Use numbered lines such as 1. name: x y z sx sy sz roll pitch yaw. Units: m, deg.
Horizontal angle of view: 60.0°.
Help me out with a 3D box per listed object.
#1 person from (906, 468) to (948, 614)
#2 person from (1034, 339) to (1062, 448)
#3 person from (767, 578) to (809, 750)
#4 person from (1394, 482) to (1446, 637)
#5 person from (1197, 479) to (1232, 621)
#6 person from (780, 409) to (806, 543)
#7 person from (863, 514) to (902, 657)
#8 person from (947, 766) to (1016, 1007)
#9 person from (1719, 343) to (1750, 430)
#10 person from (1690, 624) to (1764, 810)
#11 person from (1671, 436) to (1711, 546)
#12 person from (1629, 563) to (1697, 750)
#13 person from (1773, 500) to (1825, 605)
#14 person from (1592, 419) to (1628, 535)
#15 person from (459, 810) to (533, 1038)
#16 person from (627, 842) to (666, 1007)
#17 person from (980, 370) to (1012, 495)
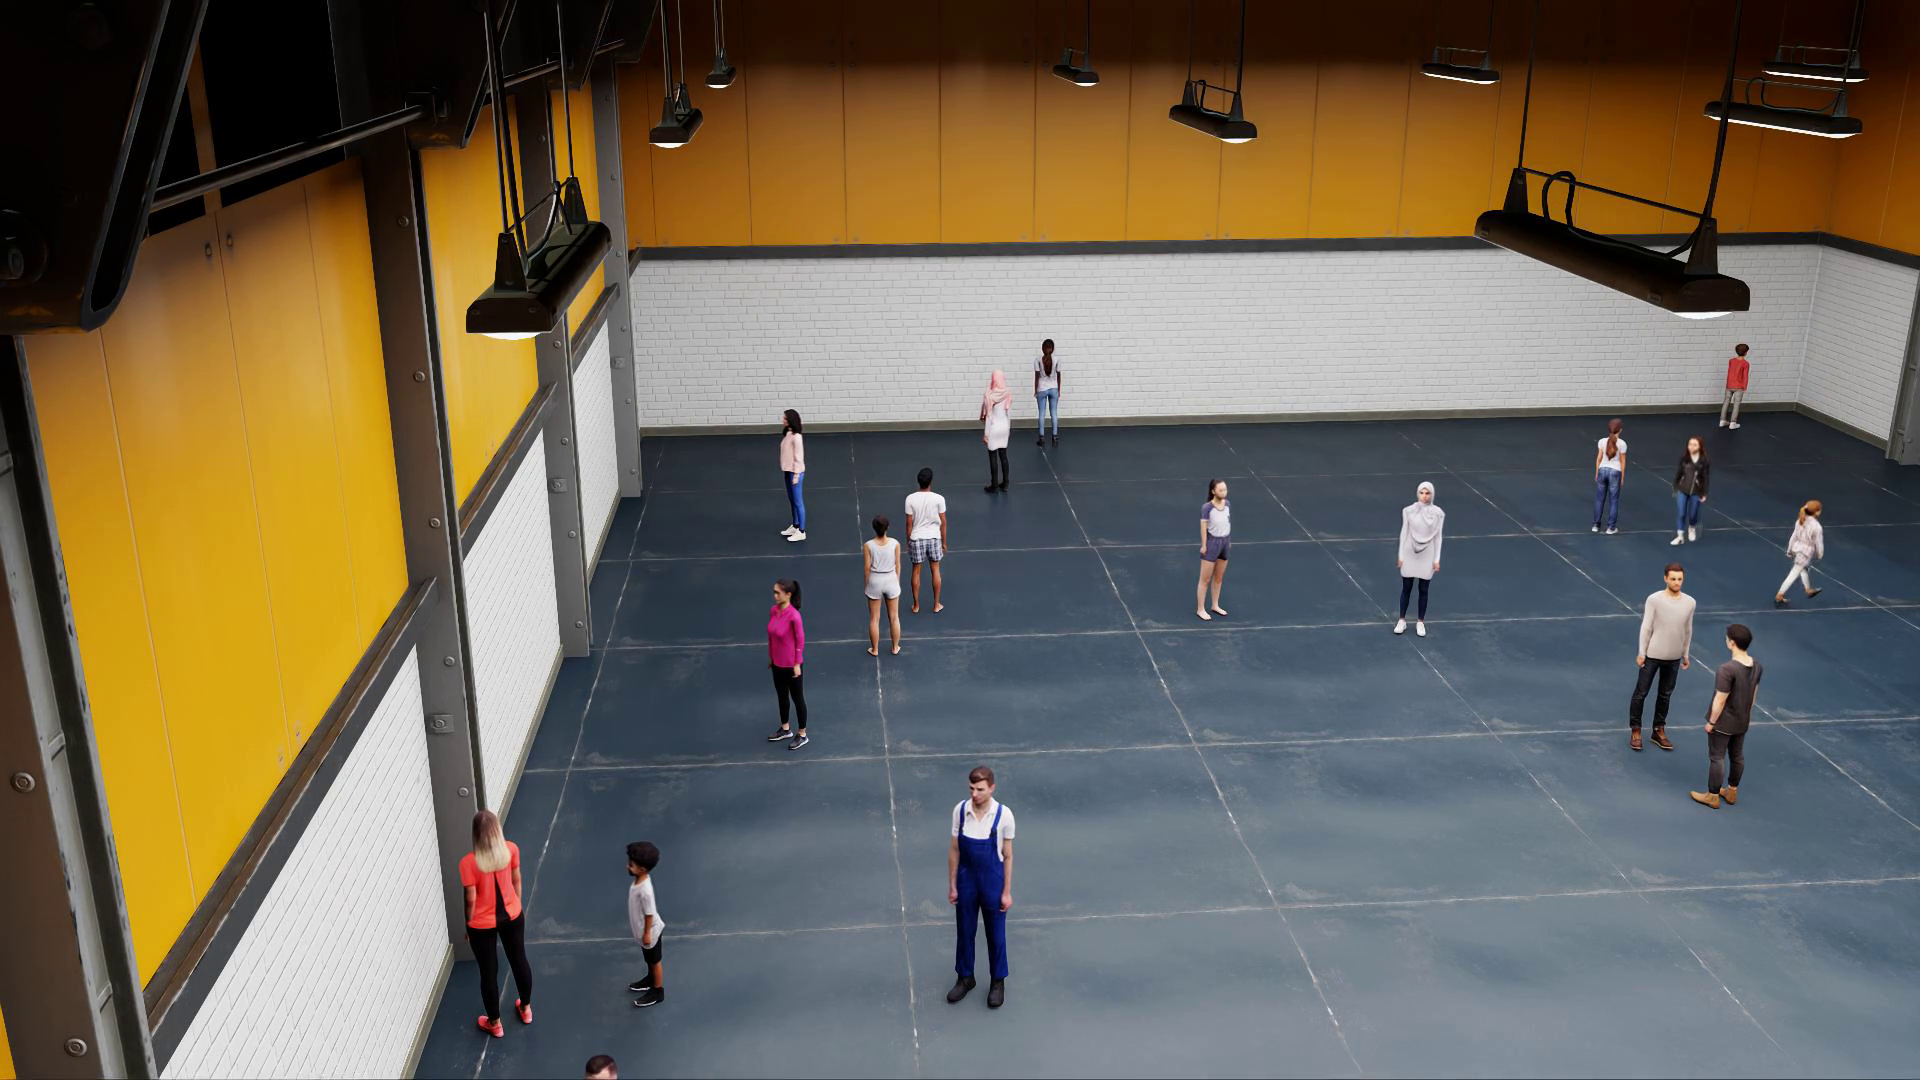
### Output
1. person: -0.402 0.006 19.373 0.650 1.734 0.563 1 19 2
2. person: 1.393 -2.349 26.390 0.580 1.720 0.521 -2 19 -6
3. person: -1.653 1.169 15.978 0.683 1.698 0.747 16 24 39
4. person: 5.173 0.198 18.740 0.683 1.775 0.666 6 20 18
5. person: 2.943 0.088 19.265 0.673 1.650 0.679 -12 22 -32
6. person: -2.181 -0.868 21.916 0.755 1.769 0.581 -7 20 -20
7. person: -0.843 0.490 18.142 0.576 1.605 0.570 -3 19 -10
8. person: 0.159 2.452 11.929 0.703 1.850 0.684 5 19 15
9. person: 12.806 -2.555 27.479 0.639 1.415 0.550 -14 23 -36
10. person: 6.859 1.562 14.790 0.674 1.712 0.631 -6 20 -18
11. person: 9.569 -0.654 21.743 0.727 1.474 0.786 14 23 36
12. person: 6.726 1.095 15.932 0.677 1.868 0.605 1 19 2
13. person: 9.878 0.184 19.583 0.690 1.264 0.942 -6 19 -17
14. person: 8.694 -0.871 22.250 0.633 1.562 0.694 16 24 38
15. person: -3.232 2.650 11.587 0.680 1.693 0.709 -15 24 -38
16. person: -2.258 2.743 11.988 0.588 1.261 0.481 -6 20 -17
17. person: 0.532 -1.567 23.938 0.734 1.803 0.753 -13 23 -34
